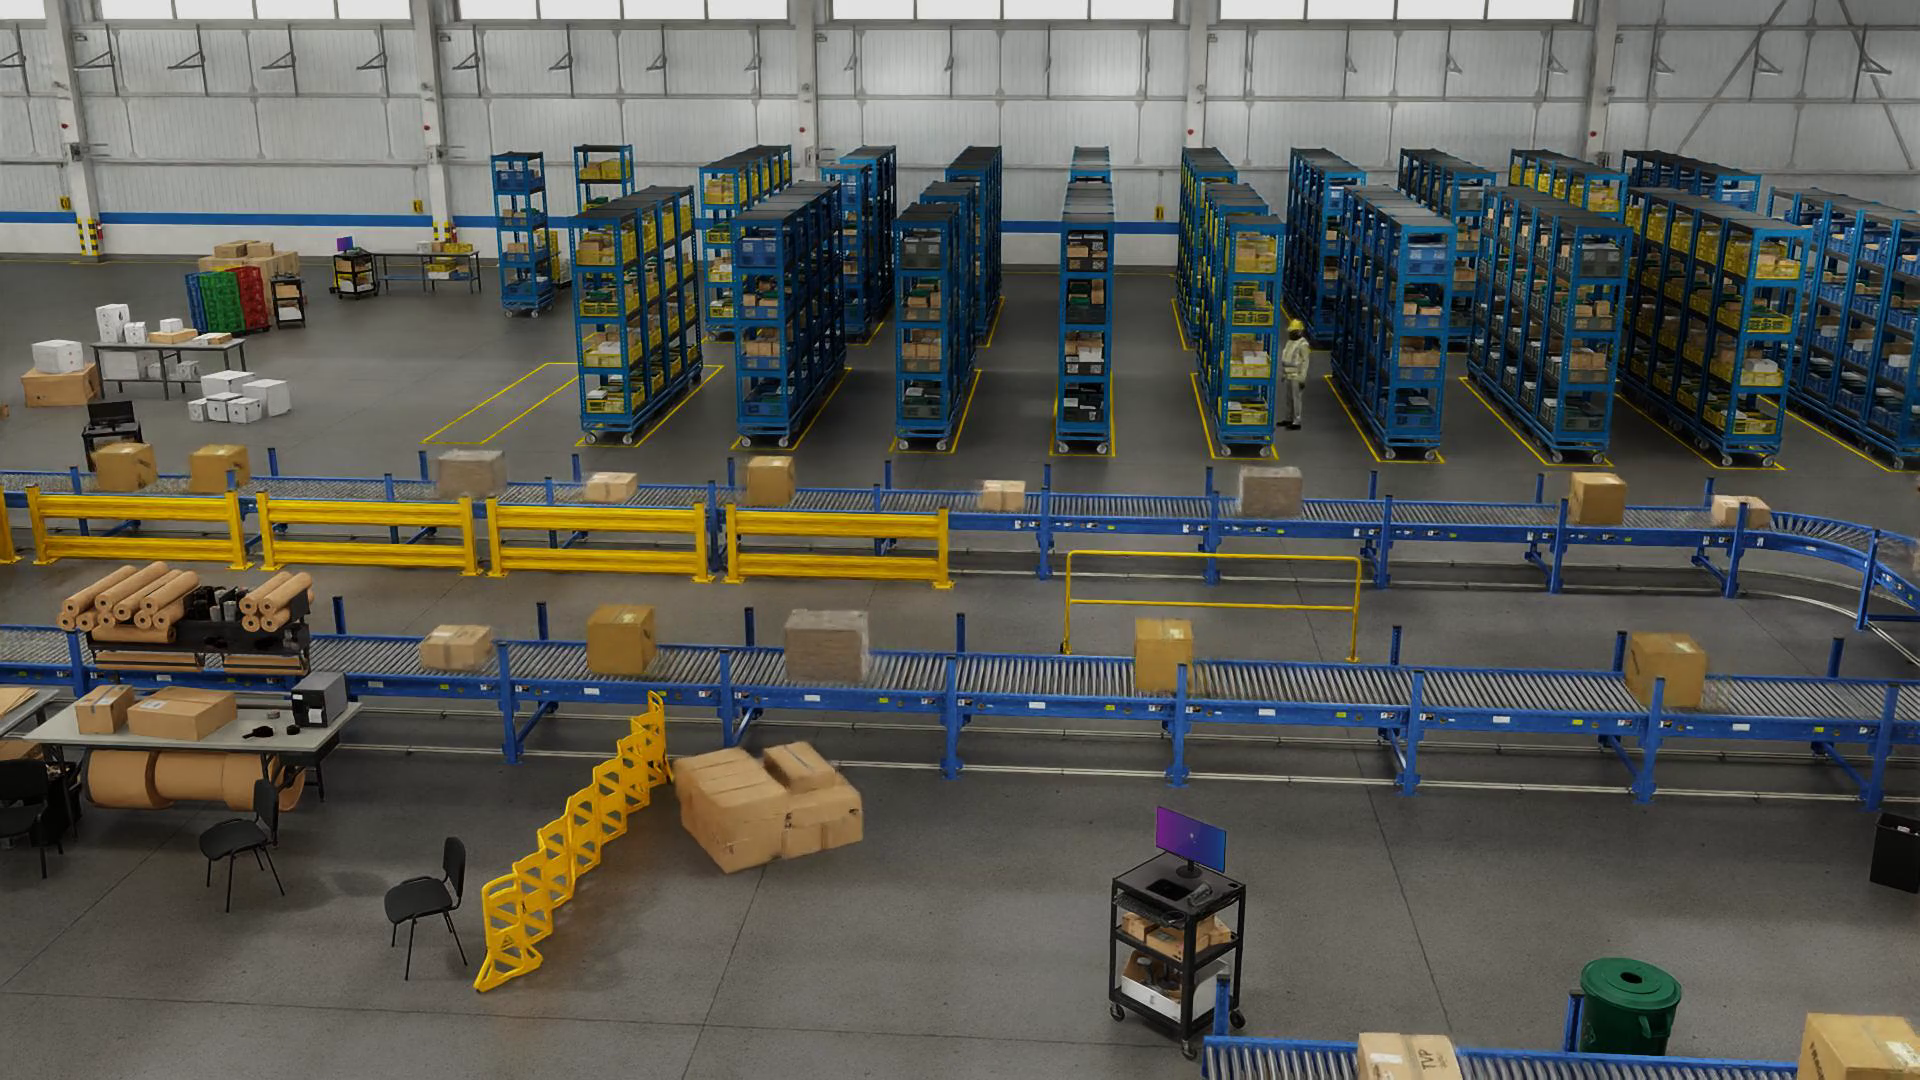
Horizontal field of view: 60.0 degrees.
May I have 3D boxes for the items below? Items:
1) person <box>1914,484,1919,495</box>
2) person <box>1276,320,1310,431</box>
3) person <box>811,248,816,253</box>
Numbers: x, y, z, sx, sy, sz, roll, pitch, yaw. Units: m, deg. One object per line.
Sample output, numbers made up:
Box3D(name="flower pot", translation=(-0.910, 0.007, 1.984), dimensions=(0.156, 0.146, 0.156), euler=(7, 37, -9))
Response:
Box3D(name="person", translation=(13.965, -1.489, 23.123), dimensions=(1.066, 1.944, 0.608), euler=(7, 19, 21))
Box3D(name="person", translation=(5.431, -2.689, 27.116), dimensions=(0.404, 1.823, 0.650), euler=(-6, 18, -18))
Box3D(name="person", translation=(-3.514, -6.714, 39.856), dimensions=(0.396, 1.835, 0.571), euler=(-2, 18, -6))
